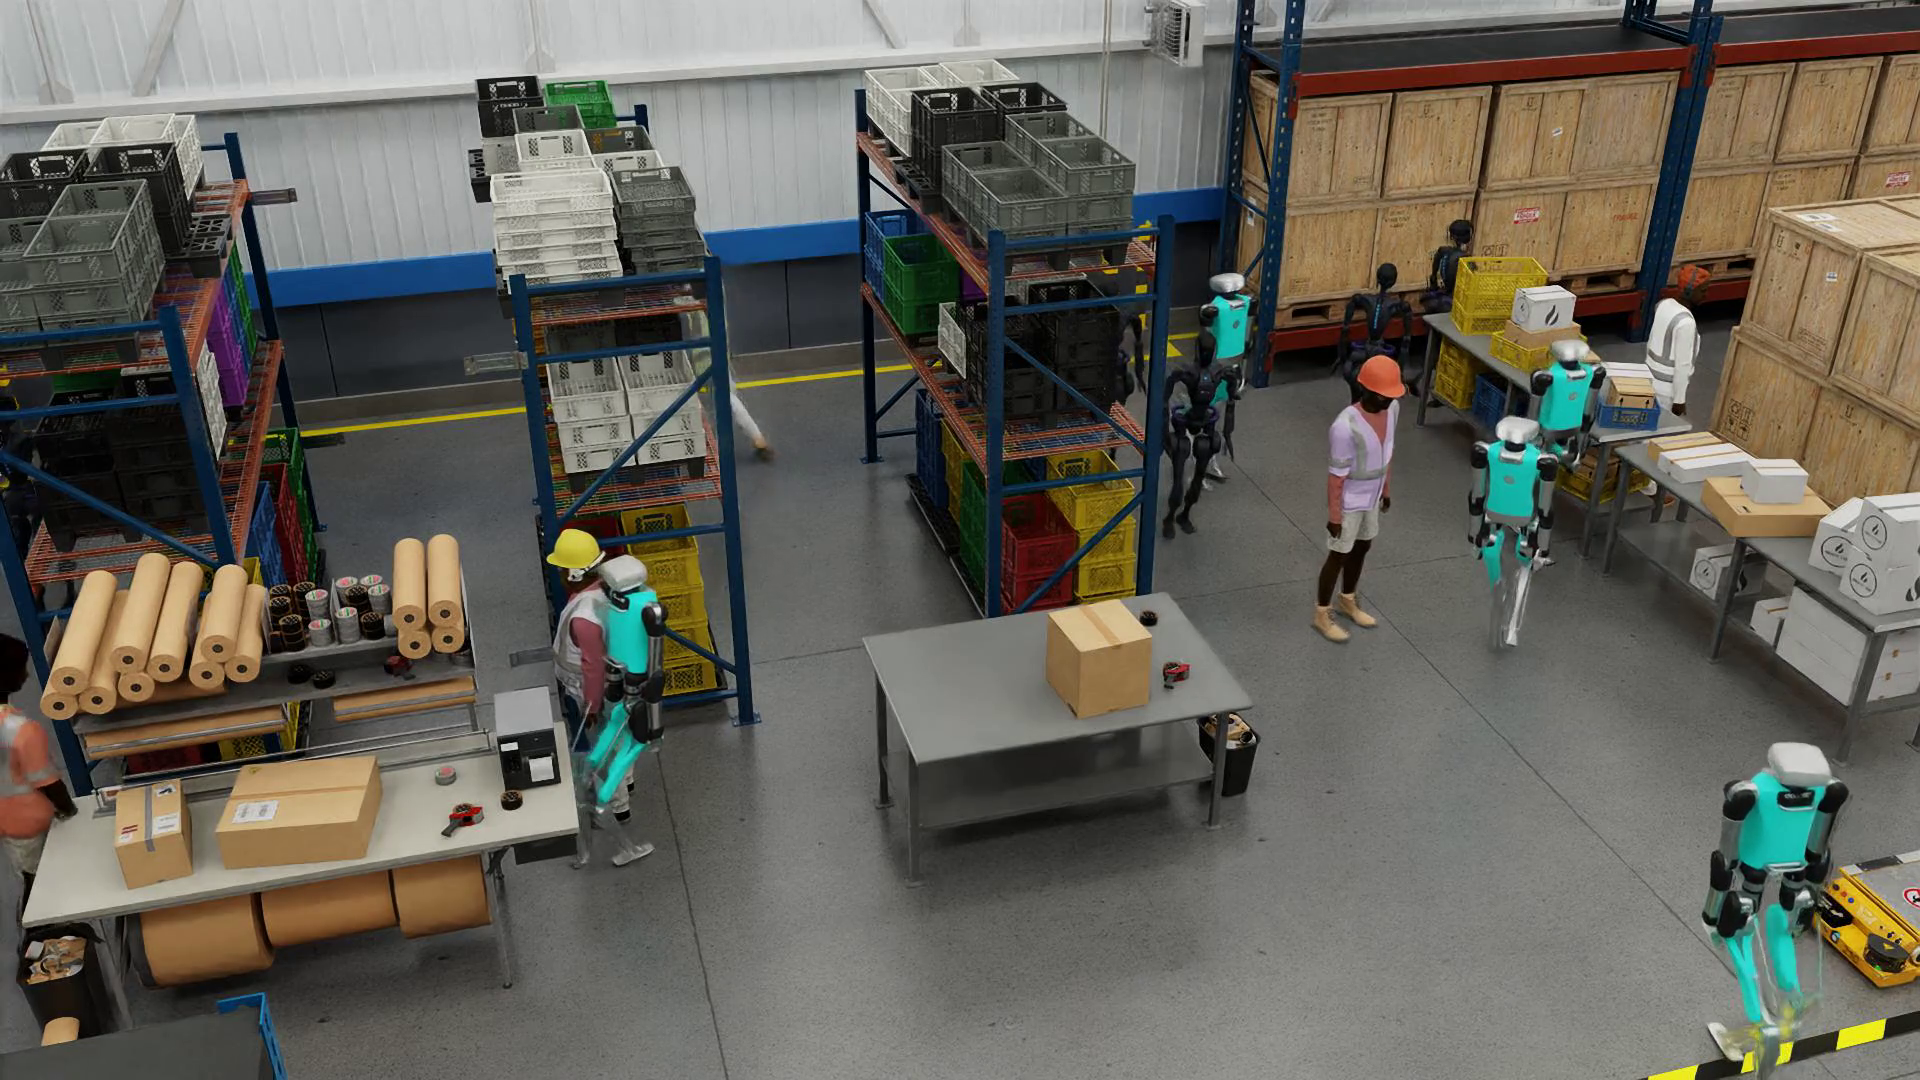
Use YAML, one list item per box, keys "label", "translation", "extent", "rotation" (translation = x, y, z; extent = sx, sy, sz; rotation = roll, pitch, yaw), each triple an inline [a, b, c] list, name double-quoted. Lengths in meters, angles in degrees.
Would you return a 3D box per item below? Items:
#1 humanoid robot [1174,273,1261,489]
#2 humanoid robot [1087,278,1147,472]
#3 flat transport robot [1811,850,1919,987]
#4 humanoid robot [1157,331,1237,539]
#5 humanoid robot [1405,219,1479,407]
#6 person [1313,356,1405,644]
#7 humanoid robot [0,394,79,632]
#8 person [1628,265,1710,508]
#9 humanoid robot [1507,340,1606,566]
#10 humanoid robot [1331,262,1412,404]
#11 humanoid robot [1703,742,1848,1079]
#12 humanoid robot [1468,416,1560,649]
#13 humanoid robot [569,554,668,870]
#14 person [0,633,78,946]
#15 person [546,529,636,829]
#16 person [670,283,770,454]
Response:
- label: "humanoid robot"
  translation: [1.913, -1.278, 12.918]
  extent: [0.533, 1.754, 0.651]
  rotation: [-16, 33, -27]
- label: "humanoid robot"
  translation: [1.173, -1.266, 13.001]
  extent: [0.611, 1.653, 0.343]
  rotation: [-7, 30, -12]
- label: "flat transport robot"
  translation: [5.163, 1.916, 8.676]
  extent: [1.431, 0.231, 0.659]
  rotation: [-8, 30, -14]
- label: "humanoid robot"
  translation: [1.699, -0.777, 12.127]
  extent: [0.607, 1.642, 0.416]
  rotation: [-4, 29, -7]
- label: "humanoid robot"
  translation: [4.167, -1.928, 14.200]
  extent: [0.405, 1.645, 0.599]
  rotation: [-14, 32, -24]
- label: "person"
  translation: [2.613, -0.265, 10.824]
  extent: [0.608, 2.030, 0.413]
  rotation: [-23, 36, -35]
- label: "humanoid robot"
  translation: [-6.208, -0.203, 11.074]
  extent: [0.589, 1.646, 0.510]
  rotation: [-5, 29, -10]
- label: "person"
  translation: [5.355, -1.171, 12.614]
  extent: [0.357, 1.885, 0.572]
  rotation: [0, 29, 0]
- label: "humanoid robot"
  translation: [4.139, -0.676, 11.875]
  extent: [0.548, 1.733, 1.026]
  rotation: [-6, 29, -11]
- label: "humanoid robot"
  translation: [3.244, -1.393, 13.232]
  extent: [0.595, 1.651, 0.462]
  rotation: [11, 31, 20]
- label: "humanoid robot"
  translation: [3.657, 1.841, 7.327]
  extent: [0.546, 1.808, 0.889]
  rotation: [-2, 29, -4]
- label: "humanoid robot"
  translation: [3.567, 0.001, 10.749]
  extent: [0.563, 1.892, 0.795]
  rotation: [17, 33, 27]
- label: "humanoid robot"
  translation: [-1.925, 1.020, 8.847]
  extent: [0.853, 1.824, 0.568]
  rotation: [-24, 37, -36]
- label: "person"
  translation: [-4.535, 1.265, 8.133]
  extent: [0.651, 1.928, 0.613]
  rotation: [11, 31, 19]
- label: "person"
  translation: [-2.016, 0.757, 9.158]
  extent: [0.404, 1.830, 0.600]
  rotation: [-1, 29, -1]
- label: "person"
  translation: [-2.019, -1.410, 13.156]
  extent: [0.890, 1.796, 0.654]
  rotation: [9, 30, 16]
